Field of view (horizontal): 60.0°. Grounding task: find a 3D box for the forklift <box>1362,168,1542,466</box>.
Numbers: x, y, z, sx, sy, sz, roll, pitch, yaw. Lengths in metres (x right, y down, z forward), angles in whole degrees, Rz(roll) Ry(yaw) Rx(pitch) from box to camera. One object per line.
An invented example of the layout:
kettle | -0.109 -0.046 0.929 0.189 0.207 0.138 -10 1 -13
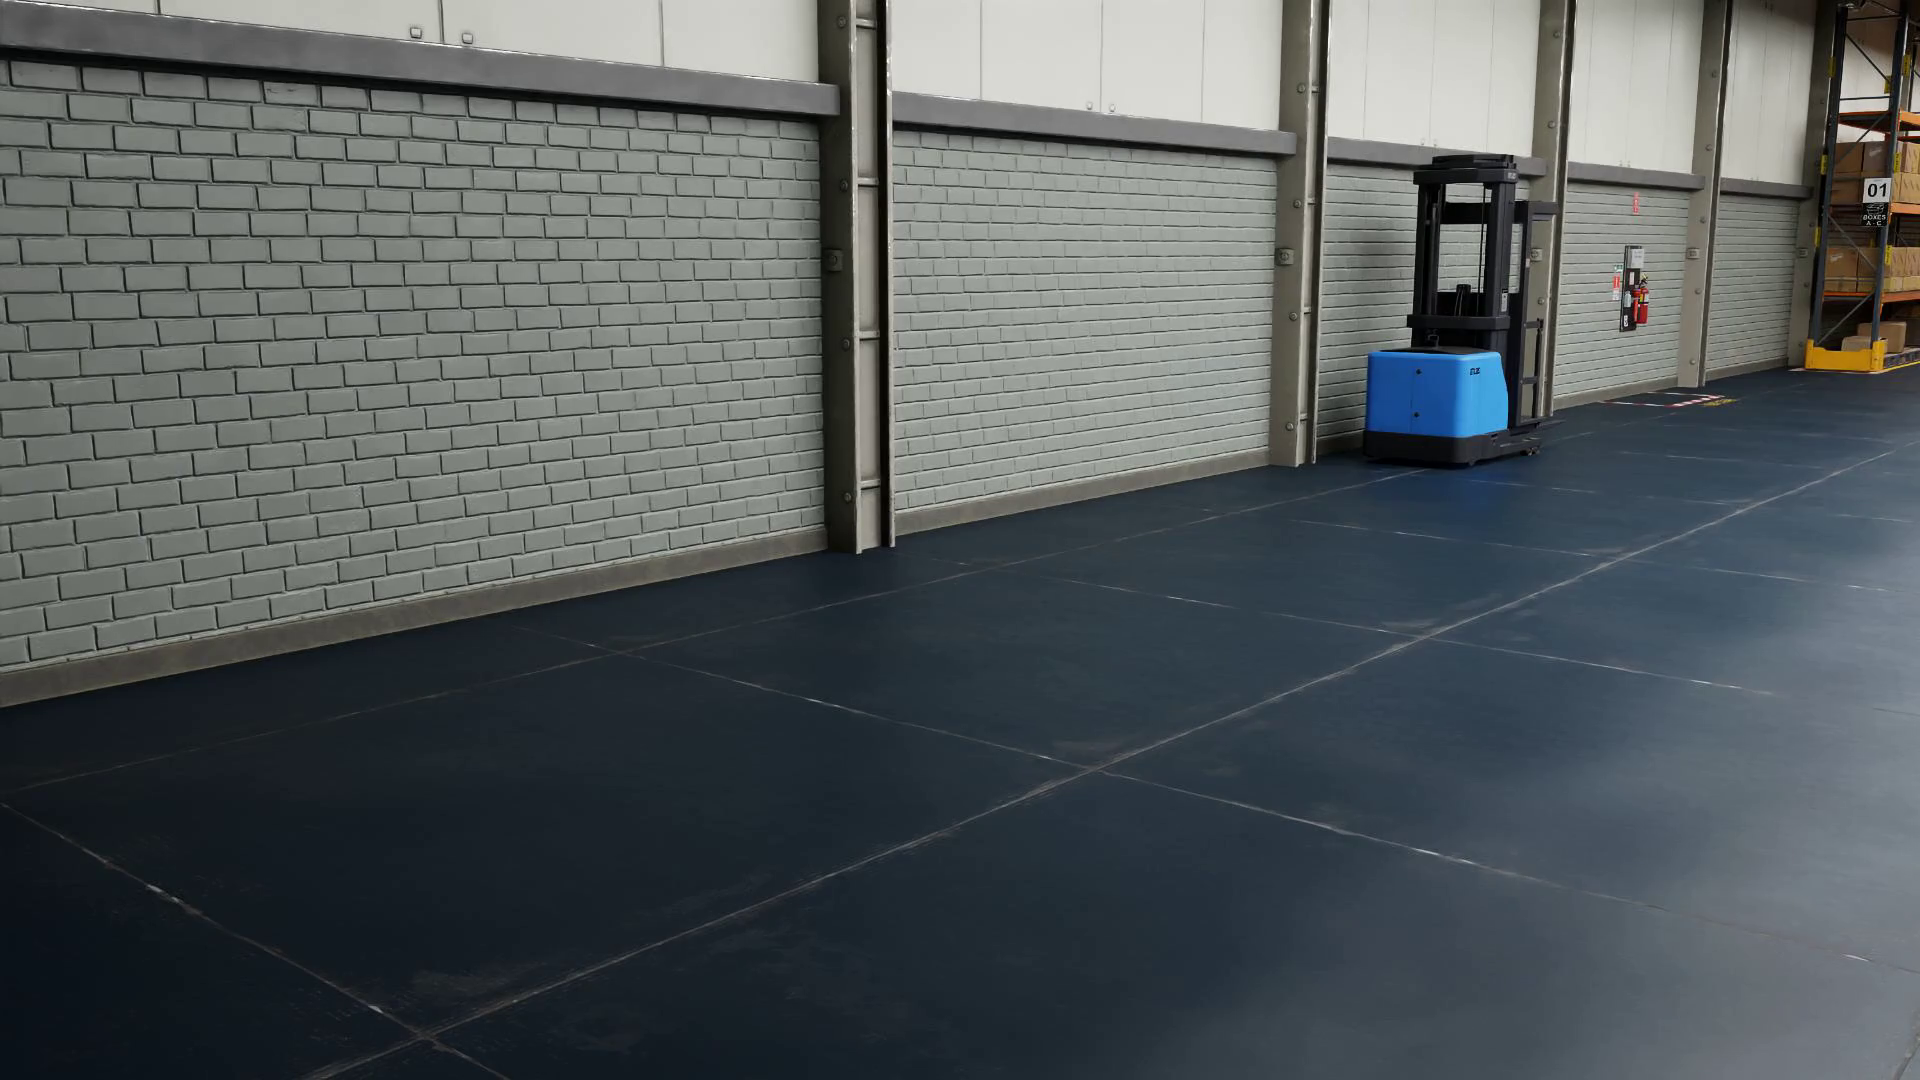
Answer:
forklift | 4.875 -2.212 16.287 1.129 2.768 1.873 8 13 40
